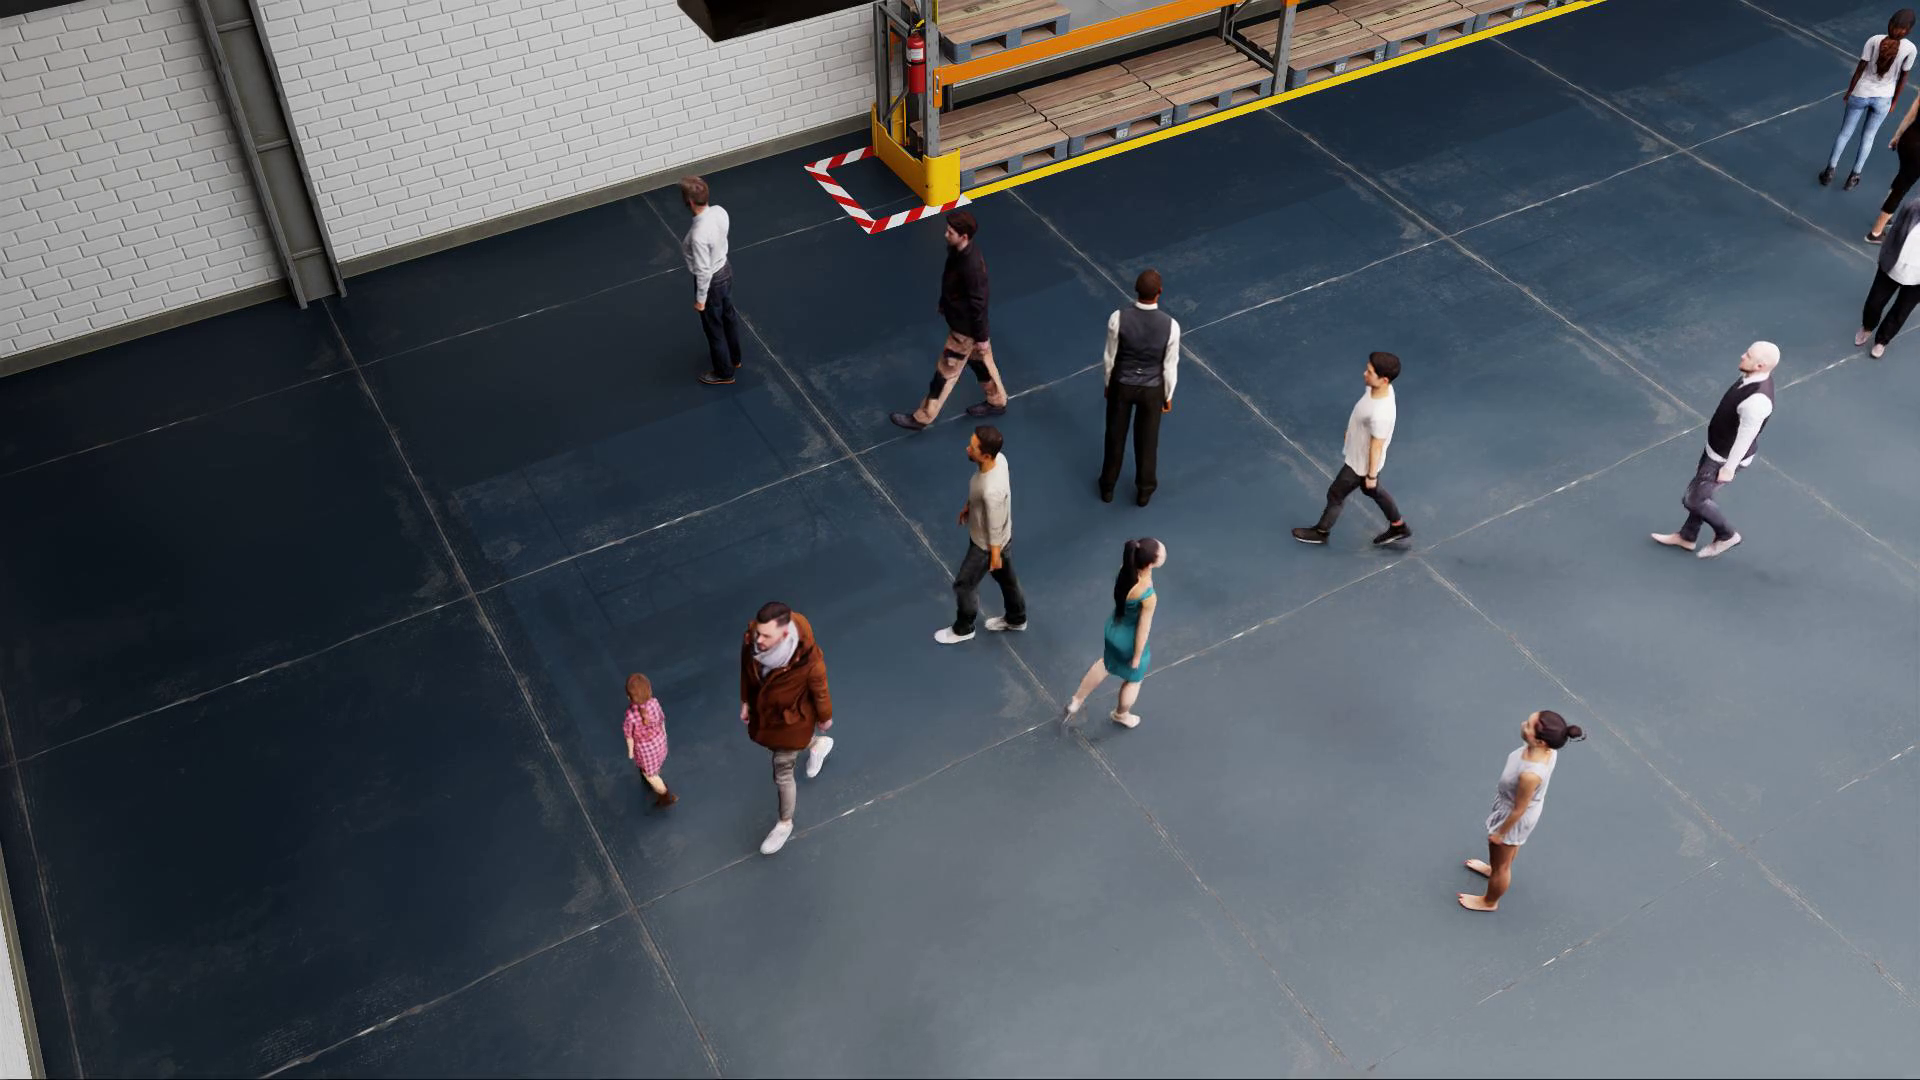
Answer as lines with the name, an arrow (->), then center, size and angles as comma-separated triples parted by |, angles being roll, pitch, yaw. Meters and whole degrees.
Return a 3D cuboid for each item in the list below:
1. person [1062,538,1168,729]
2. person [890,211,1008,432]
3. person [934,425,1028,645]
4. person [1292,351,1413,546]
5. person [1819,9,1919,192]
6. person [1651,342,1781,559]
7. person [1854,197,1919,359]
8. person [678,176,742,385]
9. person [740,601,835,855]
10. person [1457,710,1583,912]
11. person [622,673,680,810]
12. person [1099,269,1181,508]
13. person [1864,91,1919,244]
person -> 0.972, 0.614, 10.219 | 0.810, 1.663, 0.633 | -18, 47, -18
person -> 0.135, -1.610, 12.396 | 1.279, 1.879, 0.986 | -8, 44, -8
person -> 0.291, -0.027, 10.799 | 0.997, 1.790, 0.892 | 3, 44, 3
person -> 2.871, -0.580, 11.452 | 1.148, 1.690, 1.059 | 8, 44, 8
person -> 8.217, -3.981, 15.001 | 0.672, 1.719, 0.691 | 20, 47, 20
person -> 5.299, -0.568, 11.352 | 0.982, 1.811, 0.923 | 12, 45, 12
person -> 7.565, -2.192, 13.216 | 0.795, 1.591, 0.814 | 25, 49, 24
person -> -1.915, -2.009, 12.862 | 0.792, 1.815, 0.728 | 11, 45, 12
person -> -0.999, 0.962, 9.751 | 0.985, 1.803, 1.210 | 26, 50, 25
person -> 3.123, 1.507, 9.323 | 0.722, 1.605, 0.644 | 18, 46, 18
person -> -1.882, 1.220, 10.048 | 0.609, 1.020, 0.617 | 31, 52, 29
person -> 1.250, -1.063, 11.798 | 0.764, 1.911, 0.845 | 7, 44, 7
person -> 8.175, -3.362, 14.362 | 0.702, 1.704, 0.749 | -12, 45, -12
